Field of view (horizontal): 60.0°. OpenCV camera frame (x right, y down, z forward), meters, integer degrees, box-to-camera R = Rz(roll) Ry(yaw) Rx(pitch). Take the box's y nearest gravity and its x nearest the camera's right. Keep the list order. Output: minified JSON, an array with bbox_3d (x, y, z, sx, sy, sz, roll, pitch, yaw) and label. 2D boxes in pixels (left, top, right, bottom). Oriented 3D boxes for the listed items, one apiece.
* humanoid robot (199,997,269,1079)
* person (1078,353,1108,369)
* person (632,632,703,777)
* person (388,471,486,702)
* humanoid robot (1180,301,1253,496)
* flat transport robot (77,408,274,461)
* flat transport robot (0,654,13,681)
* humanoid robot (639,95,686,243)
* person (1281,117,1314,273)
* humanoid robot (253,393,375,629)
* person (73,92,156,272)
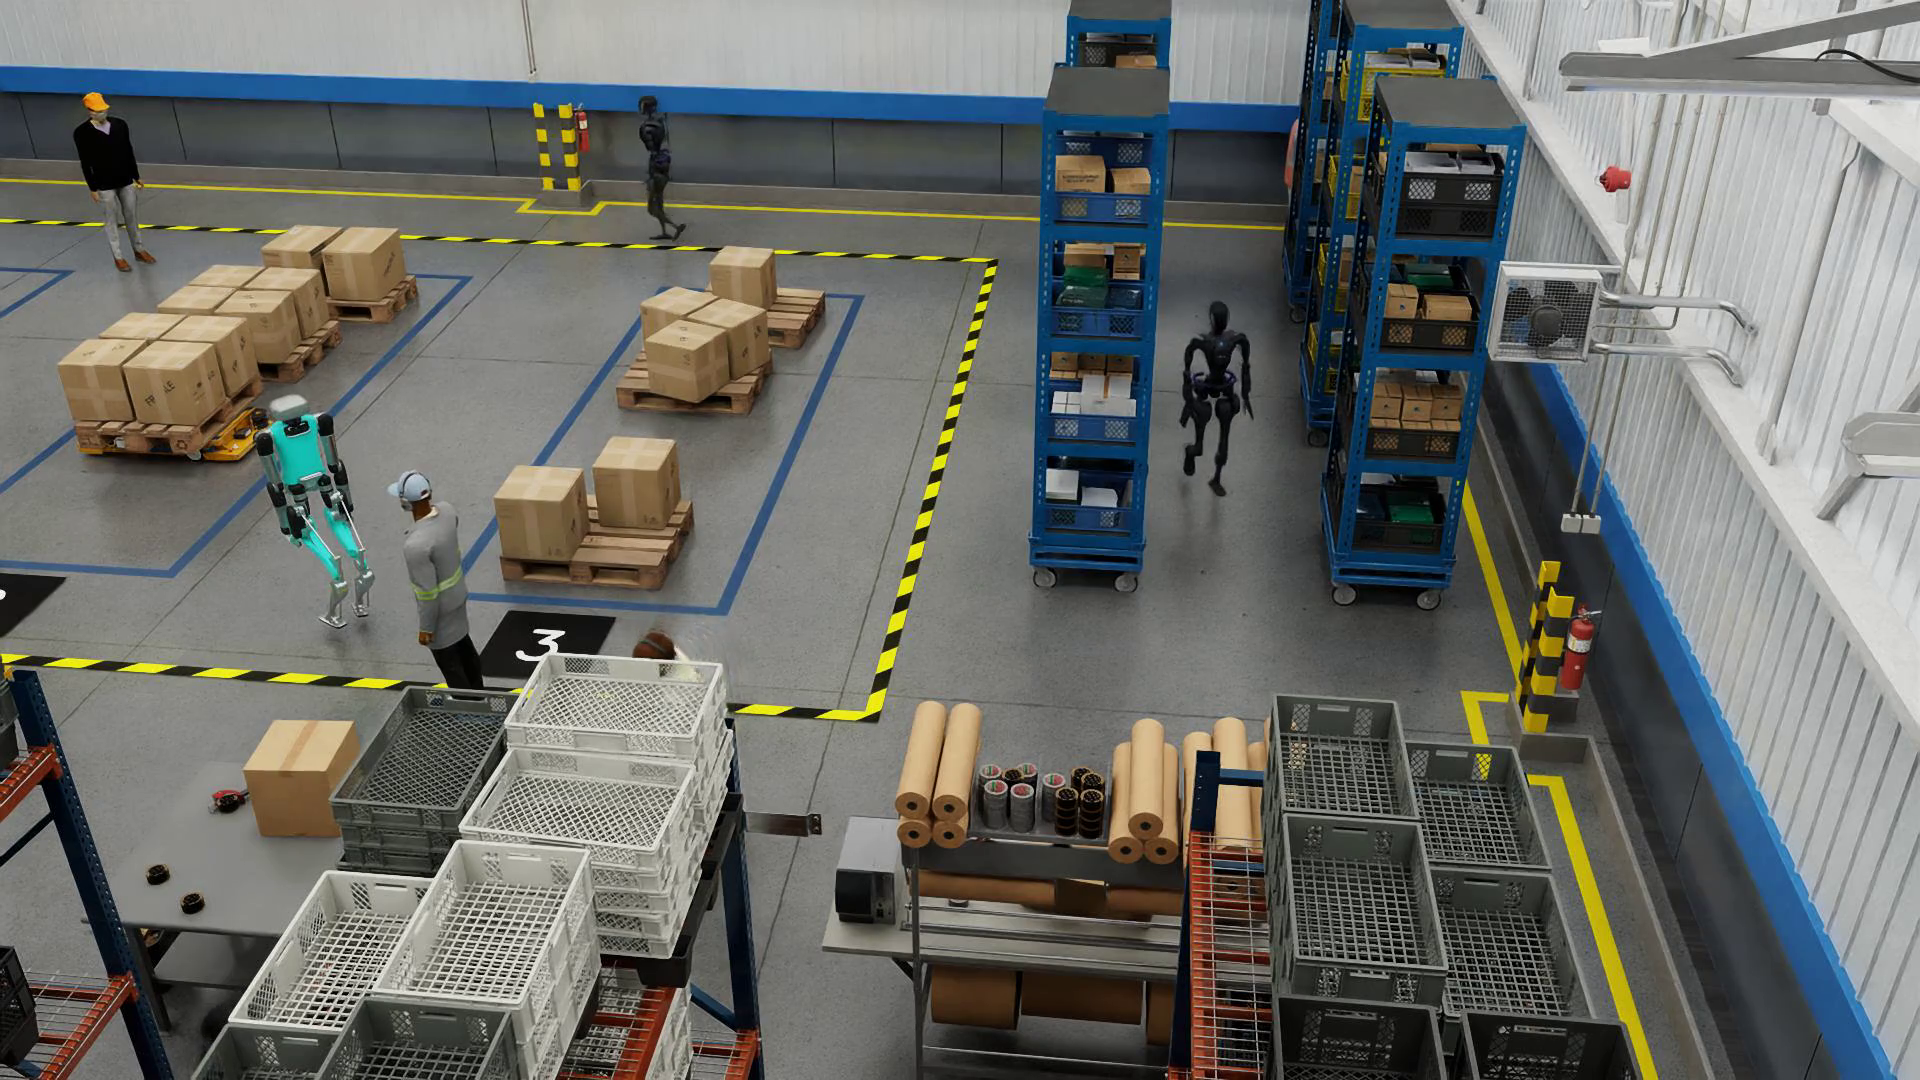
[{"bbox_3d":[-2.868,2.532,6.916,0.601,1.647,0.340,17,34,27],"label":"humanoid robot"},{"bbox_3d":[1.096,-1.134,12.962,0.372,1.940,0.626,-10,32,-16],"label":"person"},{"bbox_3d":[-1.558,1.186,9.115,0.454,1.802,0.768,-6,31,-10],"label":"person"},{"bbox_3d":[-3.285,0.393,10.426,0.387,1.849,0.596,2,30,4],"label":"person"},{"bbox_3d":[2.031,-1.151,13.247,0.587,1.651,0.447,-4,30,-7],"label":"humanoid robot"},{"bbox_3d":[-6.728,-0.944,14.268,1.431,0.197,0.652,3,30,6],"label":"flat transport robot"},{"bbox_3d":[-7.142,0.969,11.010,1.431,0.231,0.659,3,30,6],"label":"flat transport robot"},{"bbox_3d":[-3.276,-4.079,18.276,0.434,1.642,0.603,-2,30,-3],"label":"humanoid robot"},{"bbox_3d":[3.600,-3.776,17.486,0.371,1.958,0.601,4,30,7],"label":"person"},{"bbox_3d":[-4.310,-0.136,11.316,0.533,1.675,0.735,-25,38,-36],"label":"humanoid robot"},{"bbox_3d":[-8.937,-3.795,17.587,0.385,1.883,0.586,20,36,31],"label":"person"}]
